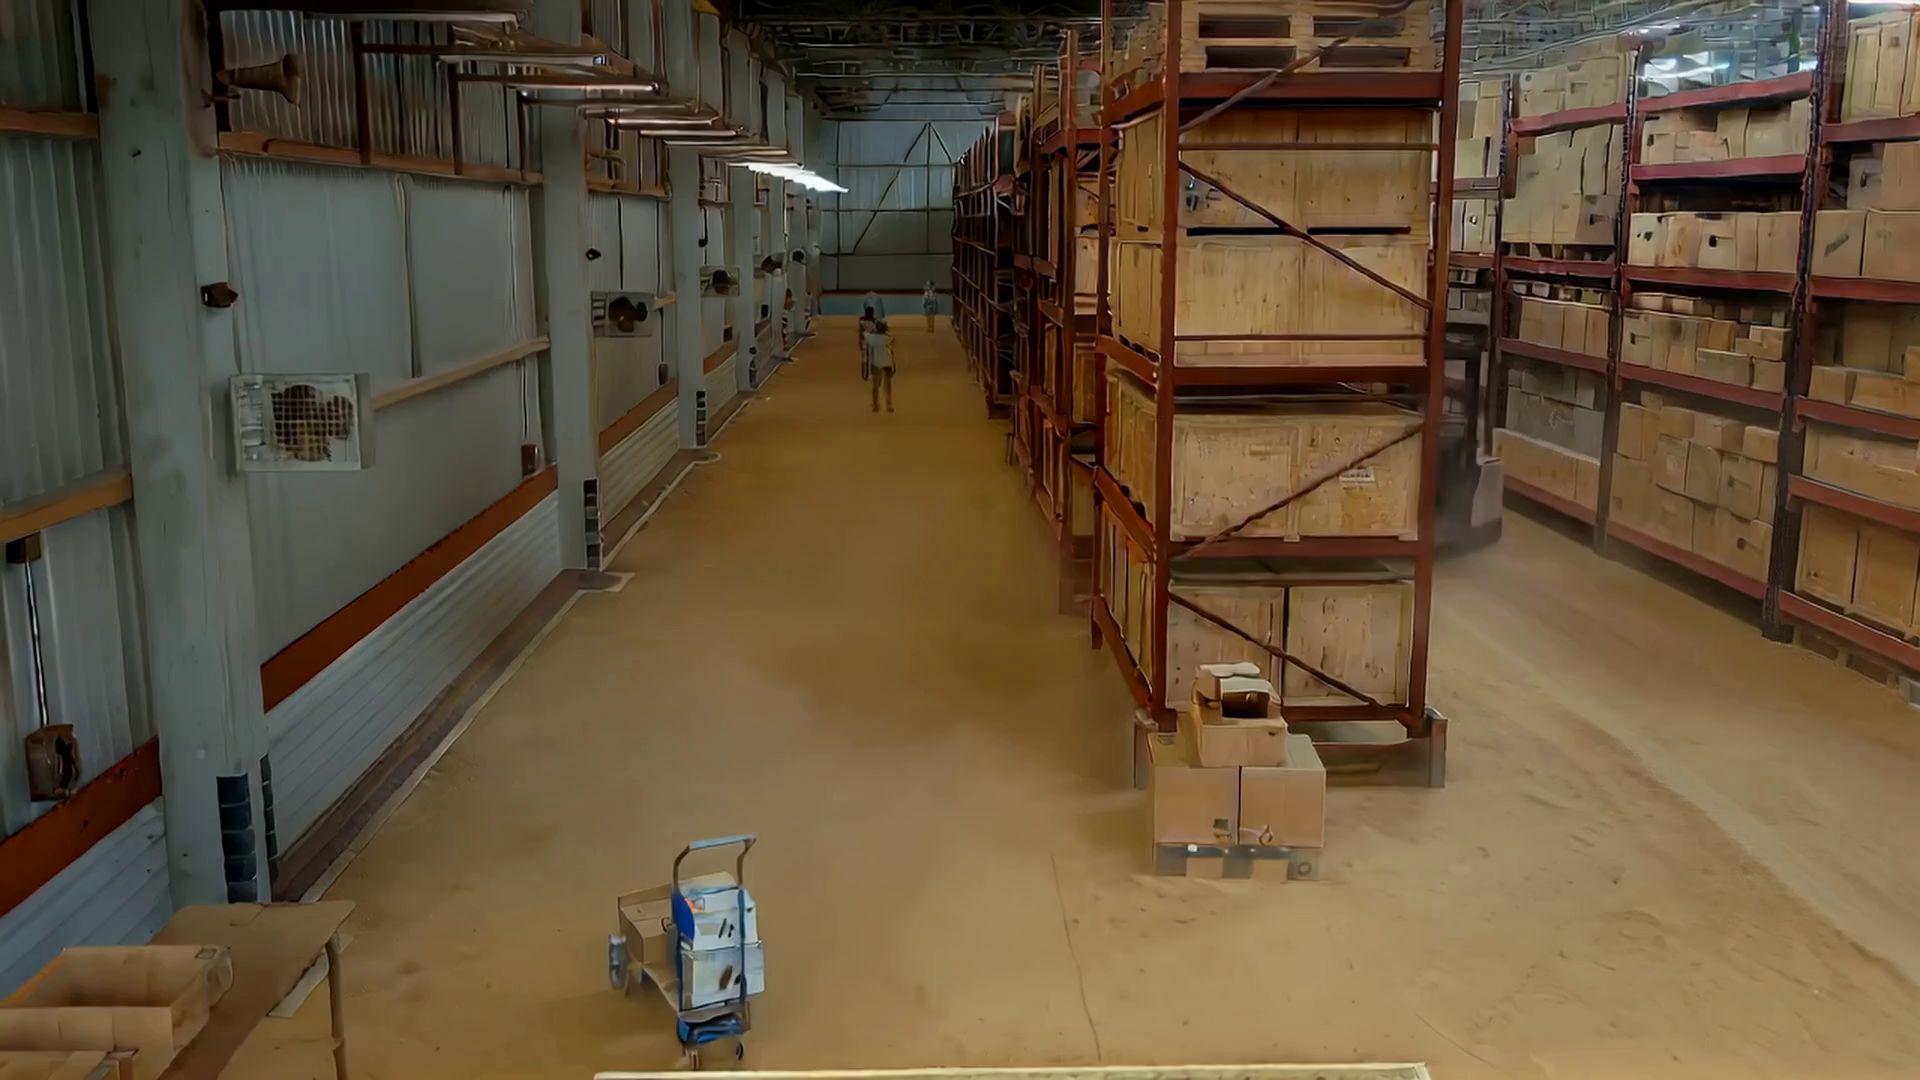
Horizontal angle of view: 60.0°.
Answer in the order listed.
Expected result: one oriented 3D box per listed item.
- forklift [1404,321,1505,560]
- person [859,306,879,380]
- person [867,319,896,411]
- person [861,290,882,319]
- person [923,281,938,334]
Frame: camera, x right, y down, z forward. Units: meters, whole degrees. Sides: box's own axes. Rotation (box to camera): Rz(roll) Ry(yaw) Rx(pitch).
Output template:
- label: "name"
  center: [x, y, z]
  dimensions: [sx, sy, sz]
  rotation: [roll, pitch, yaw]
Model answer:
- label: "forklift"
  center: [5.979, -1.311, 20.668]
  dimensions: [1.129, 2.768, 1.873]
  rotation: [9, 14, 38]
- label: "person"
  center: [-2.294, -5.042, 42.636]
  dimensions: [0.597, 1.906, 0.414]
  rotation: [-2, 11, -9]
- label: "person"
  center: [-1.676, -3.754, 35.721]
  dimensions: [0.617, 1.986, 0.408]
  rotation: [-3, 11, -15]
- label: "person"
  center: [-2.818, -7.018, 52.961]
  dimensions: [0.664, 1.892, 0.468]
  rotation: [1, 11, 3]
- label: "person"
  center: [-1.074, -8.412, 60.186]
  dimensions: [0.571, 1.888, 0.957]
  rotation: [0, 11, 2]
